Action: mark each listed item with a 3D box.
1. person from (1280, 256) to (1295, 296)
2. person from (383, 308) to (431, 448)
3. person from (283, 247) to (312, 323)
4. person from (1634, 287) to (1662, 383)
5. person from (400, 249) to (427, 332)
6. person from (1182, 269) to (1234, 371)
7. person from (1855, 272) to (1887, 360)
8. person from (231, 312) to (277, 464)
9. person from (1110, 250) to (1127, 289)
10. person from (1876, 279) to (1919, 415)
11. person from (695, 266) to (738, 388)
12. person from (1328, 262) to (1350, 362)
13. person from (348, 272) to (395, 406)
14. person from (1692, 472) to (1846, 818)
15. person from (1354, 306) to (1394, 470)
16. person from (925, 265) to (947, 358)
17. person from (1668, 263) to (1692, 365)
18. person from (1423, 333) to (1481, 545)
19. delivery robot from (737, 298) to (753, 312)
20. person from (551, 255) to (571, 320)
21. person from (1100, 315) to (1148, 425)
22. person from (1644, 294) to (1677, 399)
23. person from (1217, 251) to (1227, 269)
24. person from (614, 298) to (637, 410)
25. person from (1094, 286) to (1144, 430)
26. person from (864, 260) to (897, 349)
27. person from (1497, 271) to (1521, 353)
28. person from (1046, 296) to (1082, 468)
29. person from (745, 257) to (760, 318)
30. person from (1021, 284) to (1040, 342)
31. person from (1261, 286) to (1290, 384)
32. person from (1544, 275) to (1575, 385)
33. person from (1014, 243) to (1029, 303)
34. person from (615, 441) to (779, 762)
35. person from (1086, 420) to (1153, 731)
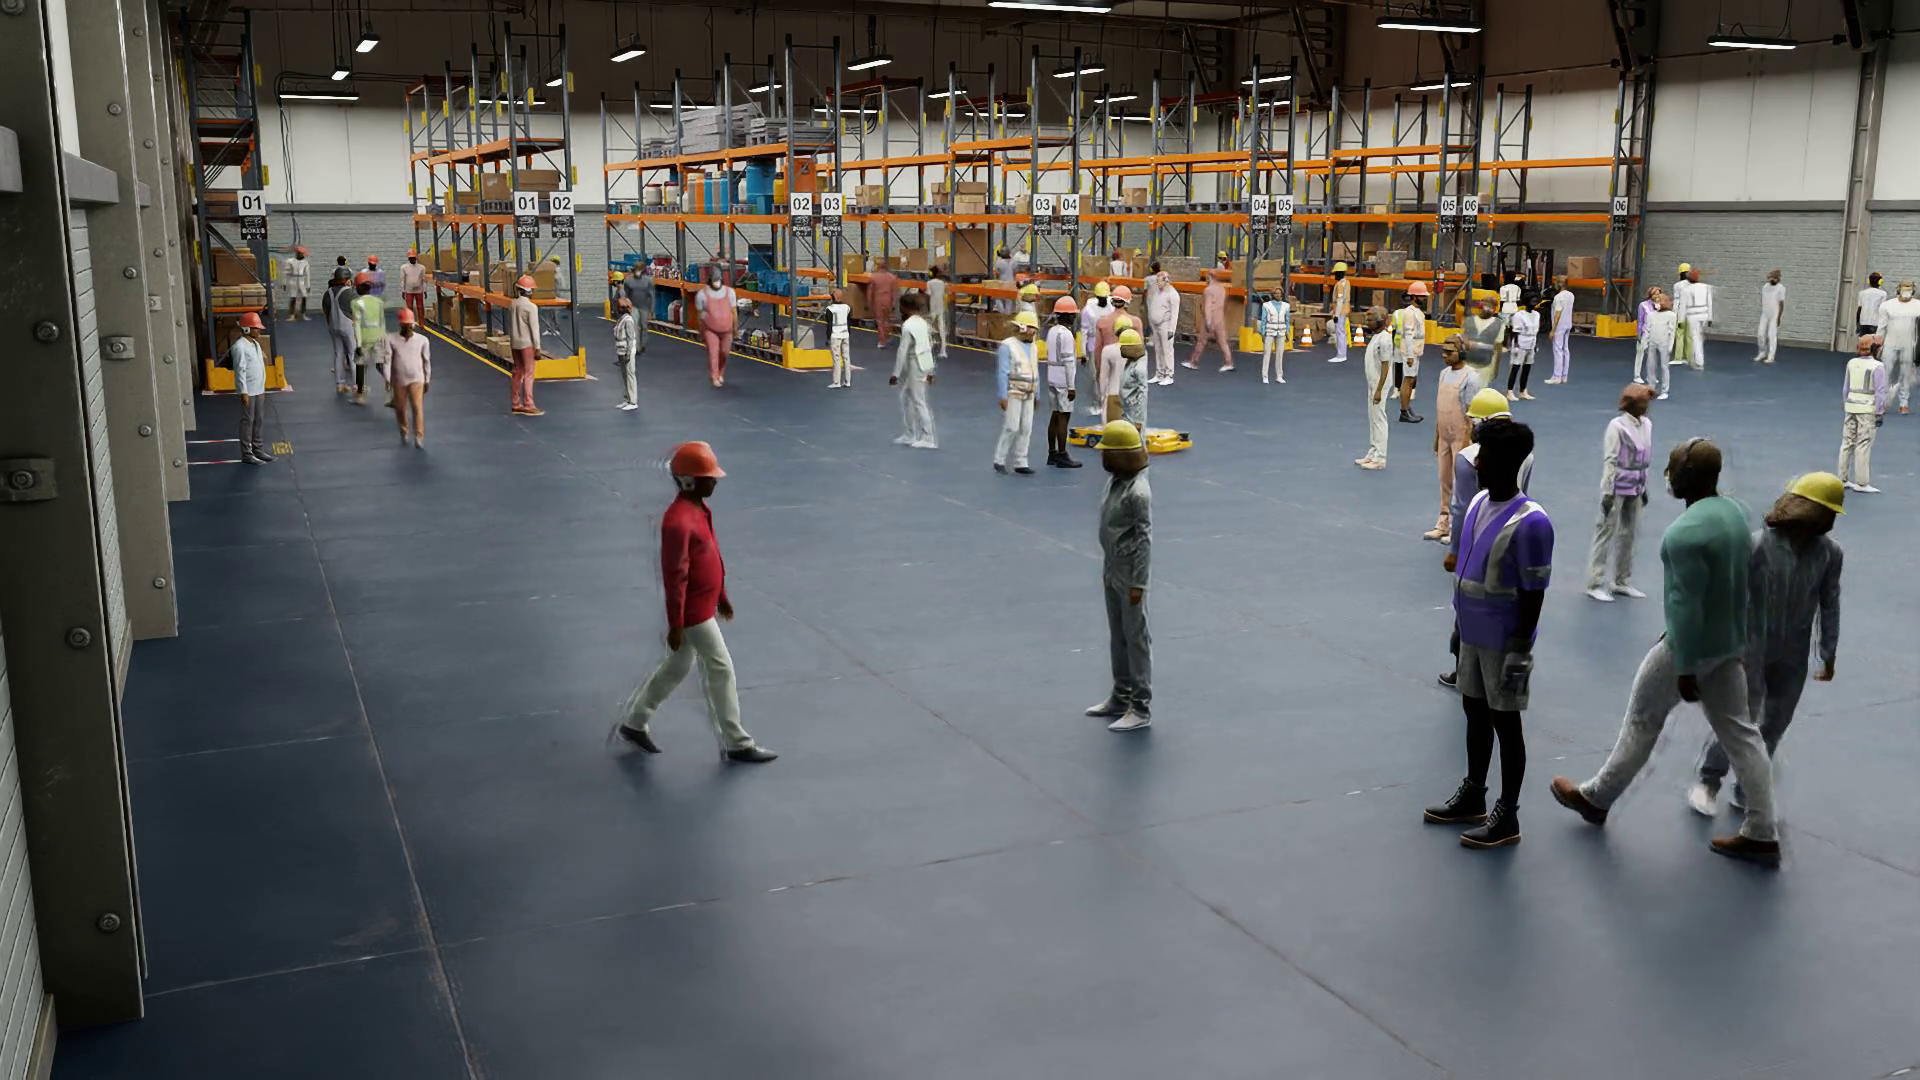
[{"bbox_3d":[8.882,-6.901,45.306,0.523,1.769,0.313,10,15,41],"label":"person"},{"bbox_3d":[-6.854,-2.025,20.634,0.559,1.720,0.804,-4,12,-17],"label":"person"},{"bbox_3d":[-17.534,-6.726,43.879,0.763,1.995,0.393,-9,14,-38],"label":"person"},{"bbox_3d":[11.704,-3.476,28.246,0.514,1.634,0.313,-3,12,-16],"label":"person"},{"bbox_3d":[-13.217,-6.025,40.268,0.617,1.994,0.381,-5,12,-24],"label":"person"},{"bbox_3d":[4.604,-4.016,30.427,1.017,1.852,0.670,10,15,41],"label":"person"},{"bbox_3d":[15.806,-3.711,28.861,0.335,1.860,0.508,-7,13,-31],"label":"person"},{"bbox_3d":[-8.135,-1.744,19.153,0.350,1.743,0.563,0,11,1],"label":"person"},{"bbox_3d":[4.302,-6.994,45.540,0.588,1.861,0.741,-1,11,-3],"label":"person"},{"bbox_3d":[13.486,-2.766,23.874,0.627,1.933,0.367,5,12,24],"label":"person"},{"bbox_3d":[-4.070,-3.586,27.758,0.679,2.000,0.802,-5,12,-23],"label":"person"},{"bbox_3d":[7.347,-4.407,32.220,0.379,1.923,0.595,5,12,26],"label":"person"},{"bbox_3d":[-8.777,-2.983,24.812,1.019,2.003,0.625,7,13,32],"label":"person"},{"bbox_3d":[3.840,0.506,7.807,0.506,1.701,0.467,-1,11,-3],"label":"person"},{"bbox_3d":[4.686,-1.711,18.733,0.345,1.844,0.507,1,11,3],"label":"person"},{"bbox_3d":[-0.534,-4.587,33.386,0.517,1.821,0.932,-8,14,-35],"label":"person"},{"bbox_3d":[13.747,-4.292,31.637,0.591,1.923,0.381,-5,12,-23],"label":"person"},{"bbox_3d":[4.313,-0.880,14.521,0.349,1.841,0.501,-4,12,-18],"label":"person"},{"bbox_3d":[-6.031,-6.640,46.827,0.477,0.478,0.707,-4,12,-22],"label":"delivery robot"},{"bbox_3d":[-10.844,-6.820,44.985,0.866,1.726,0.536,-10,15,-40],"label":"person"},{"bbox_3d":[1.831,-1.628,18.554,0.551,1.759,0.373,1,11,4],"label":"person"},{"bbox_3d":[10.869,-3.005,25.856,0.273,1.629,0.500,-8,14,-36],"label":"person"},{"bbox_3d":[7.597,-7.512,48.408,0.328,1.767,0.532,3,11,13],"label":"person"},{"bbox_3d":[-4.908,-2.734,24.438,0.307,1.644,0.514,-5,12,-26],"label":"person"},{"bbox_3d":[1.950,-2.104,20.336,0.625,1.992,0.389,4,12,20],"label":"person"},{"bbox_3d":[-1.752,-5.049,35.613,0.650,1.878,0.821,-7,13,-34],"label":"person"},{"bbox_3d":[11.282,-4.688,34.233,0.537,1.696,0.318,-6,13,-29],"label":"person"},{"bbox_3d":[1.183,-1.789,18.884,0.356,1.937,0.552,-4,12,-20],"label":"person"},{"bbox_3d":[-5.655,-7.158,45.931,0.638,2.030,0.578,-5,12,-23],"label":"person"},{"bbox_3d":[1.127,-3.262,26.894,0.329,1.733,0.480,0,11,-3],"label":"person"},{"bbox_3d":[5.344,-3.477,28.212,0.514,1.645,0.309,-2,11,-11],"label":"person"},{"bbox_3d":[10.110,-3.539,28.022,0.504,1.844,0.345,-10,15,-41],"label":"person"},{"bbox_3d":[2.002,-8.484,52.995,0.401,1.904,0.649,11,15,43],"label":"person"},{"bbox_3d":[-1.427,0.325,8.716,0.864,1.717,0.565,0,11,-1],"label":"person"},{"bbox_3d":[0.906,0.195,9.303,0.316,1.741,0.488,-3,12,-16],"label":"person"}]
